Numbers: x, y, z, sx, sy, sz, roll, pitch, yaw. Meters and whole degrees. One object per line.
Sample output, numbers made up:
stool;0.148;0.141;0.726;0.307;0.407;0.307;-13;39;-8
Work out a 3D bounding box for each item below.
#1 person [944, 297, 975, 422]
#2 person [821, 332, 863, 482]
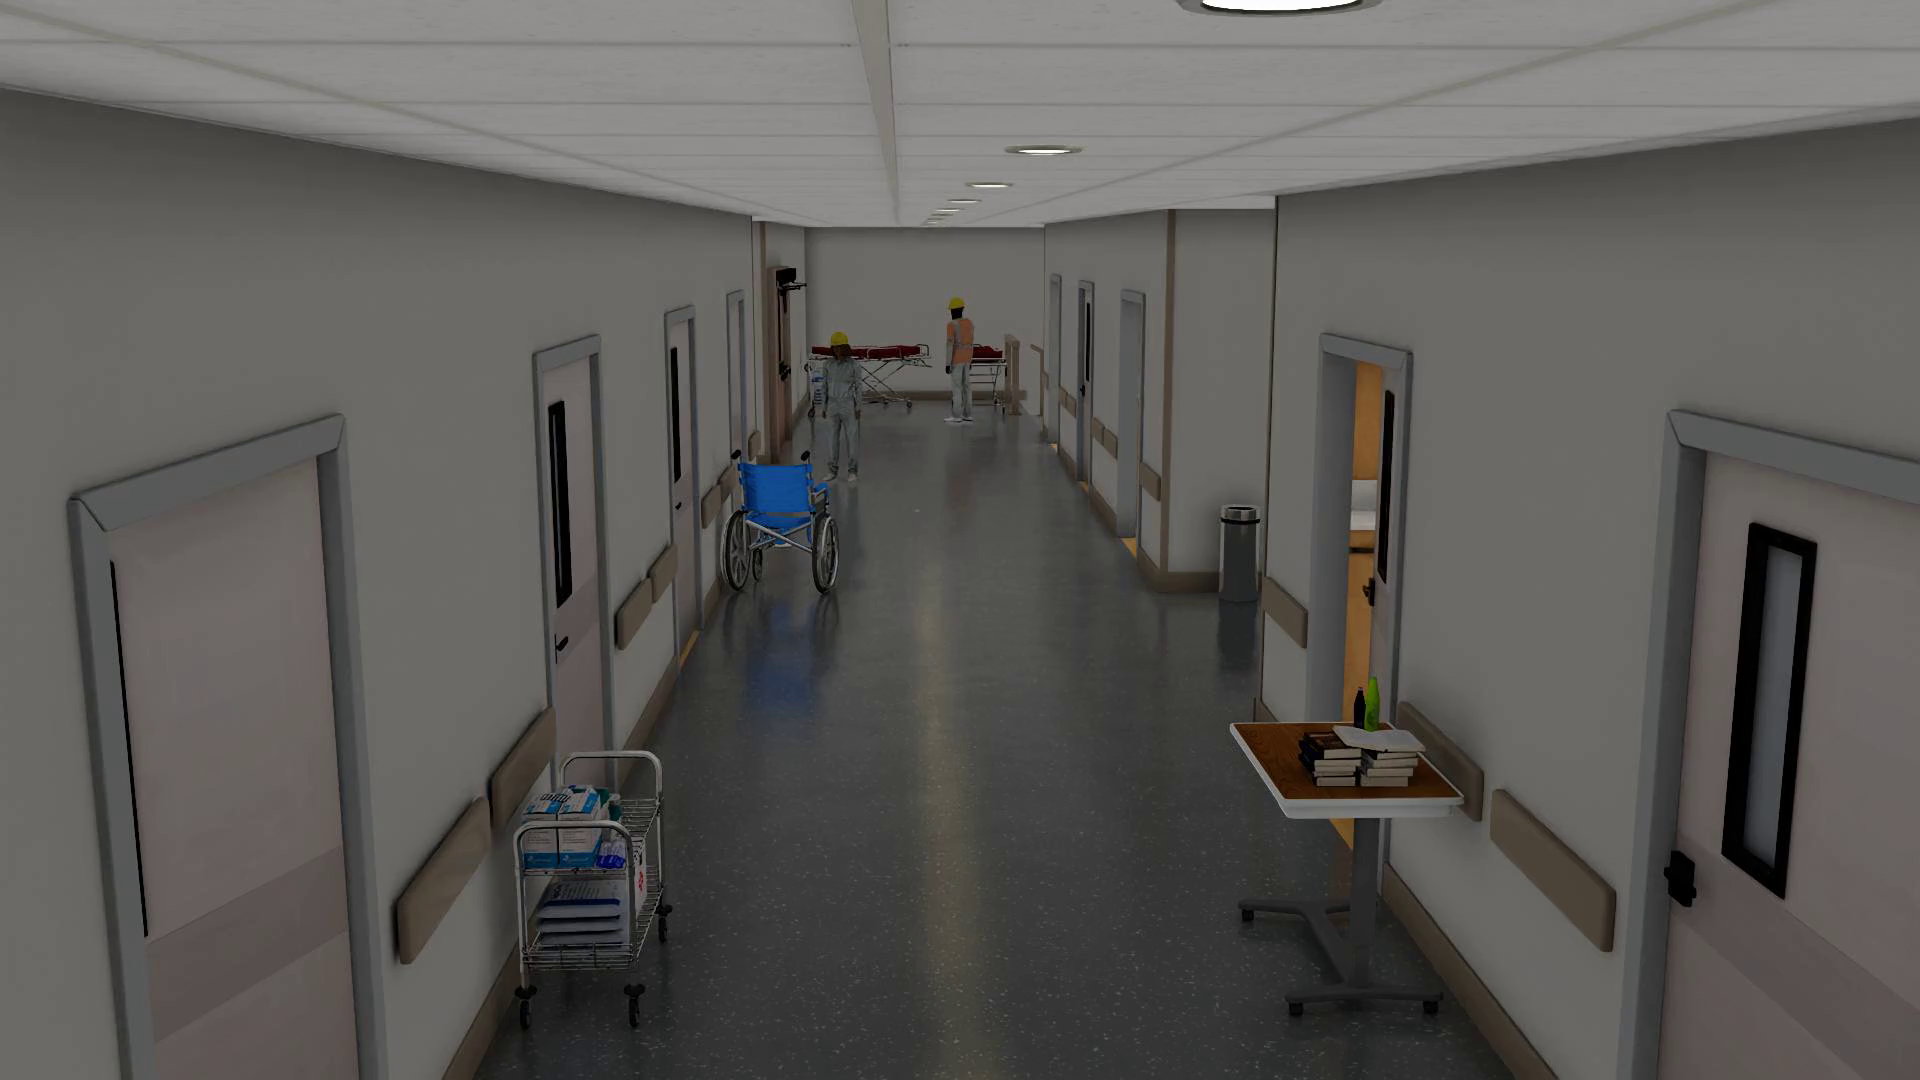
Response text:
person;-0.023;-2.776;25.668;0.397;1.920;0.586;8;13;39
person;-1.374;-1.529;19.208;0.493;1.743;0.314;3;11;16
